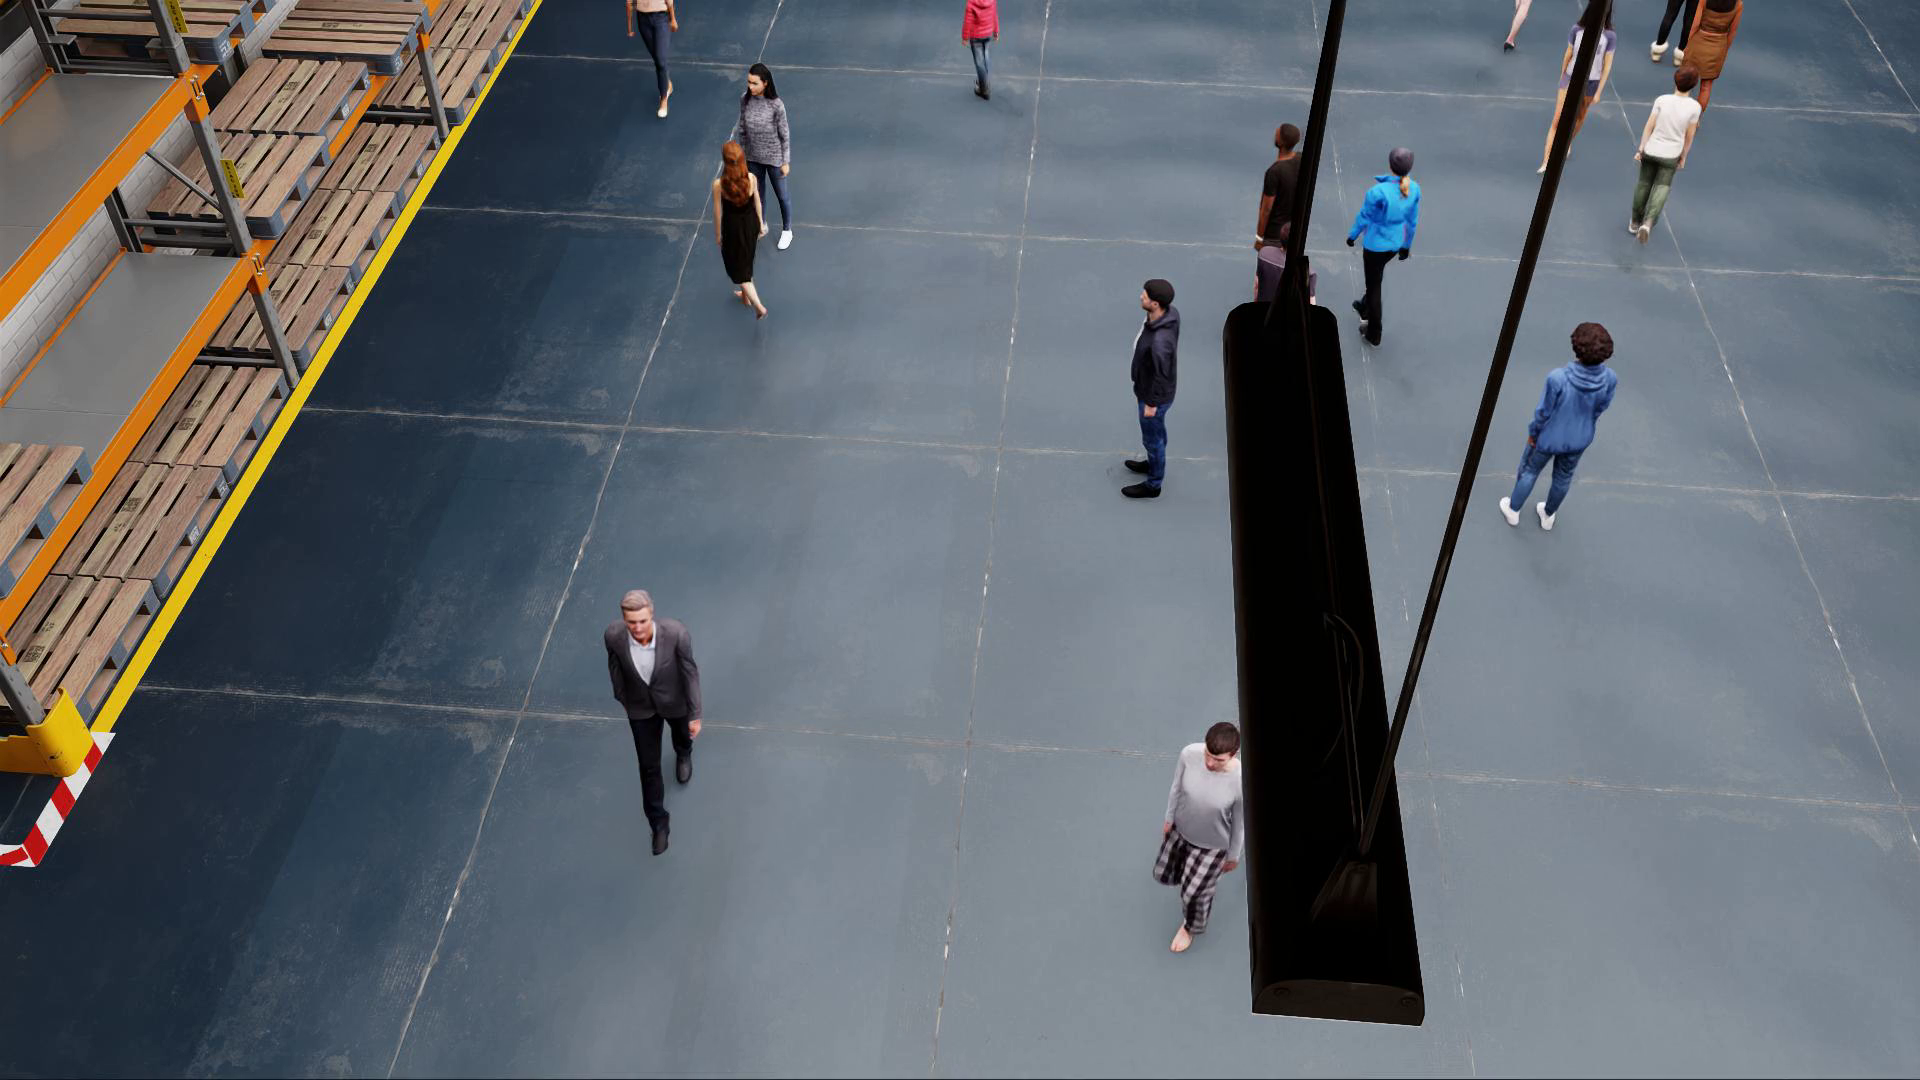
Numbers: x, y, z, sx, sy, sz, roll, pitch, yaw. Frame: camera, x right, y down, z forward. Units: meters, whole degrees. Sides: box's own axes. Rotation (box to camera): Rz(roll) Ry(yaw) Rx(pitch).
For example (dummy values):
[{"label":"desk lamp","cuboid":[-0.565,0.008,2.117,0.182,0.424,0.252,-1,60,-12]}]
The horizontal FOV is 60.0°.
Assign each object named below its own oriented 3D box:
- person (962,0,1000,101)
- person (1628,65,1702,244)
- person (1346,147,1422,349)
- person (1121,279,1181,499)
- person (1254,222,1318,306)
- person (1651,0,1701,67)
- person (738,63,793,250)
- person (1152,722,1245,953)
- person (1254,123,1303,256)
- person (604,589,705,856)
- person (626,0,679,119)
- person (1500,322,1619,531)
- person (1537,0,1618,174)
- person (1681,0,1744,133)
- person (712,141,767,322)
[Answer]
[{"label":"person","cuboid":[0.256,-5.037,16.680,0.650,1.304,0.699,-24,48,-23]},{"label":"person","cuboid":[6.183,-3.363,14.682,0.758,1.635,0.969,17,46,17]},{"label":"person","cuboid":[3.462,-2.321,13.482,0.796,1.782,0.923,-13,45,-13]},{"label":"person","cuboid":[1.432,-1.105,12.126,0.748,1.892,0.532,7,44,8]},{"label":"person","cuboid":[2.448,-1.650,12.732,0.794,1.846,0.829,35,53,31]},{"label":"person","cuboid":[7.530,-5.718,17.137,0.671,1.659,0.665,19,47,19]},{"label":"person","cuboid":[-1.702,-3.387,14.637,0.674,1.732,0.619,16,46,16]},{"label":"person","cuboid":[1.402,1.590,9.342,0.870,1.831,0.955,30,51,28]},{"label":"person","cuboid":[2.649,-2.597,13.760,0.713,1.798,0.773,-33,52,-30]},{"label":"person","cuboid":[-1.803,0.924,10.071,0.846,1.789,1.210,-3,44,-4]},{"label":"person","cuboid":[-3.008,-5.167,16.482,0.657,1.765,0.917,7,44,7]},{"label":"person","cuboid":[4.319,-0.761,11.830,0.692,1.803,0.629,2,44,2]},{"label":"person","cuboid":[5.873,-4.333,15.663,0.849,1.687,1.171,18,46,18]},{"label":"person","cuboid":[7.208,-4.719,16.066,0.603,1.690,0.576,13,45,13]},{"label":"person","cuboid":[-1.801,-2.518,13.821,0.881,1.601,1.001,-18,46,-18]}]
